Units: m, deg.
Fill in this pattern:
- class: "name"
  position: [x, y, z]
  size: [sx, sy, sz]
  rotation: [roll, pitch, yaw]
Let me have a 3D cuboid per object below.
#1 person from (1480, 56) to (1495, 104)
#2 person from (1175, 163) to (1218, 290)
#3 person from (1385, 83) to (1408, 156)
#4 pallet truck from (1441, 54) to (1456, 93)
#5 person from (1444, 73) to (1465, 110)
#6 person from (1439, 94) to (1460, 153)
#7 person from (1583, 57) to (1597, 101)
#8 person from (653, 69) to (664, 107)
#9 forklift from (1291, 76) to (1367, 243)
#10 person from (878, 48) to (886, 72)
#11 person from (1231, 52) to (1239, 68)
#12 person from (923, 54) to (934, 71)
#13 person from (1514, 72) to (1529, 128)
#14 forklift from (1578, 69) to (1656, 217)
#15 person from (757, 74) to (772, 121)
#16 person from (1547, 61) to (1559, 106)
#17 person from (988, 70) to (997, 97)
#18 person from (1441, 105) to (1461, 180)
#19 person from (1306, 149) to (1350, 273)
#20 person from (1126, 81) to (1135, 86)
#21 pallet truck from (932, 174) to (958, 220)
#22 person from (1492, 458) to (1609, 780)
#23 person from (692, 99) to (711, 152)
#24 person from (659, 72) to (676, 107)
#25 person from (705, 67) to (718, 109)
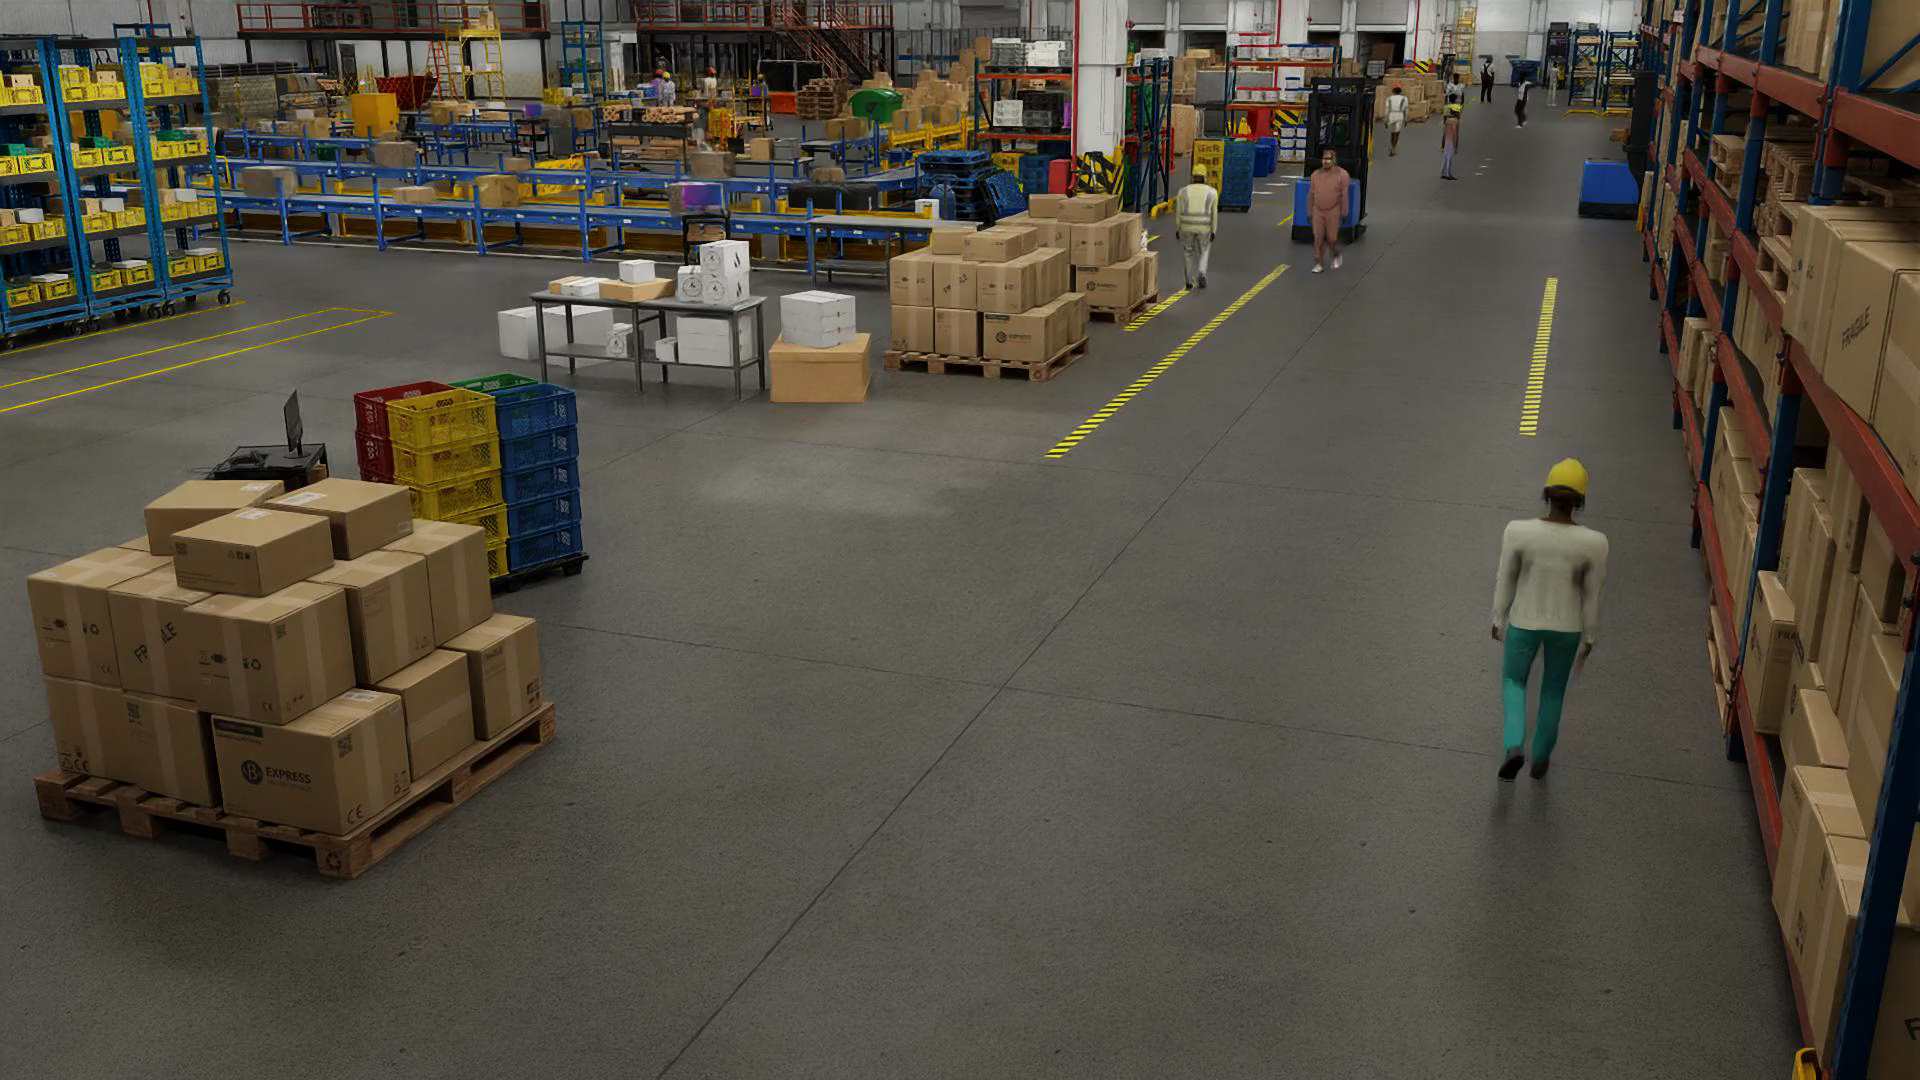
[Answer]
- class: "person"
  position: [23.171, -20.177, 72.916]
  size: [0.537, 2.000, 0.683]
  rotation: [-13, 22, -36]
- class: "person"
  position: [3.424, -4.535, 24.140]
  size: [0.611, 1.815, 0.439]
  rotation: [3, 18, 10]
- class: "person"
  position: [12.185, -11.772, 46.584]
  size: [0.616, 2.007, 0.985]
  rotation: [8, 19, 25]
- class: "pallet truck"
  position: [22.765, -21.886, 78.355]
  size: [0.823, 1.965, 1.885]
  rotation: [-4, 18, -14]
- class: "person"
  position: [16.440, -14.528, 55.328]
  size: [0.626, 1.934, 0.802]
  rotation: [6, 19, 18]
- class: "person"
  position: [14.041, -11.894, 47.528]
  size: [0.542, 1.648, 0.880]
  rotation: [-3, 18, -8]
- class: "person"
  position: [28.445, -20.795, 75.049]
  size: [0.389, 1.924, 0.591]
  rotation: [-9, 20, -25]
- class: "person"
  position: [-10.803, -16.043, 60.138]
  size: [0.586, 1.904, 0.596]
  rotation: [-16, 24, -41]
- class: "forklift"
  position: [6.598, -6.755, 29.381]
  size: [1.129, 2.768, 1.873]
  rotation: [6, 19, 19]
- class: "person"
  position: [-4.496, -27.341, 95.742]
  size: [0.516, 1.843, 0.327]
  rotation: [-11, 21, -32]
- class: "person"
  position: [14.828, -25.487, 89.957]
  size: [0.959, 1.830, 0.520]
  rotation: [16, 24, 41]
- class: "person"
  position: [-1.590, -22.738, 81.185]
  size: [0.609, 1.897, 0.645]
  rotation: [4, 18, 14]
- class: "person"
  position: [19.476, -15.244, 57.634]
  size: [0.446, 1.907, 0.590]
  rotation: [-3, 18, -10]
- class: "forklift"
  position: [13.219, -7.740, 32.475]
  size: [1.873, 2.768, 1.129]
  rotation: [6, 19, 18]
- class: "person"
  position: [-7.225, -16.317, 61.330]
  size: [0.441, 1.698, 0.541]
  rotation: [-9, 20, -26]
- class: "person"
  position: [25.381, -19.520, 71.138]
  size: [0.310, 1.864, 0.533]
  rotation: [-13, 22, -36]
- class: "person"
  position: [1.347, -18.256, 67.069]
  size: [0.400, 1.923, 0.577]
  rotation: [15, 23, 39]
- class: "person"
  position: [11.859, -9.586, 40.101]
  size: [0.328, 1.760, 0.524]
  rotation: [-2, 18, -6]
- class: "person"
  position: [5.664, -5.077, 25.714]
  size: [0.664, 1.888, 0.464]
  rotation: [10, 20, 30]
- class: "person"
  position: [5.632, -14.556, 55.540]
  size: [0.673, 1.855, 0.960]
  rotation: [9, 20, 27]
- class: "pallet truck"
  position: [-0.507, -5.292, 27.348]
  size: [0.653, 1.274, 1.630]
  rotation: [6, 19, 19]
- class: "person"
  position: [3.030, 0.444, 8.593]
  size: [0.535, 1.749, 0.493]
  rotation: [6, 19, 18]
- class: "person"
  position: [-7.144, -11.342, 45.842]
  size: [0.640, 1.611, 0.509]
  rotation: [-17, 24, -42]
- class: "person"
  position: [-10.435, -15.756, 59.359]
  size: [0.588, 1.835, 0.403]
  rotation: [-9, 20, -25]
- class: "person"
  position: [-9.042, -16.126, 60.303]
  size: [0.658, 1.975, 0.619]
  rotation: [12, 21, 32]
